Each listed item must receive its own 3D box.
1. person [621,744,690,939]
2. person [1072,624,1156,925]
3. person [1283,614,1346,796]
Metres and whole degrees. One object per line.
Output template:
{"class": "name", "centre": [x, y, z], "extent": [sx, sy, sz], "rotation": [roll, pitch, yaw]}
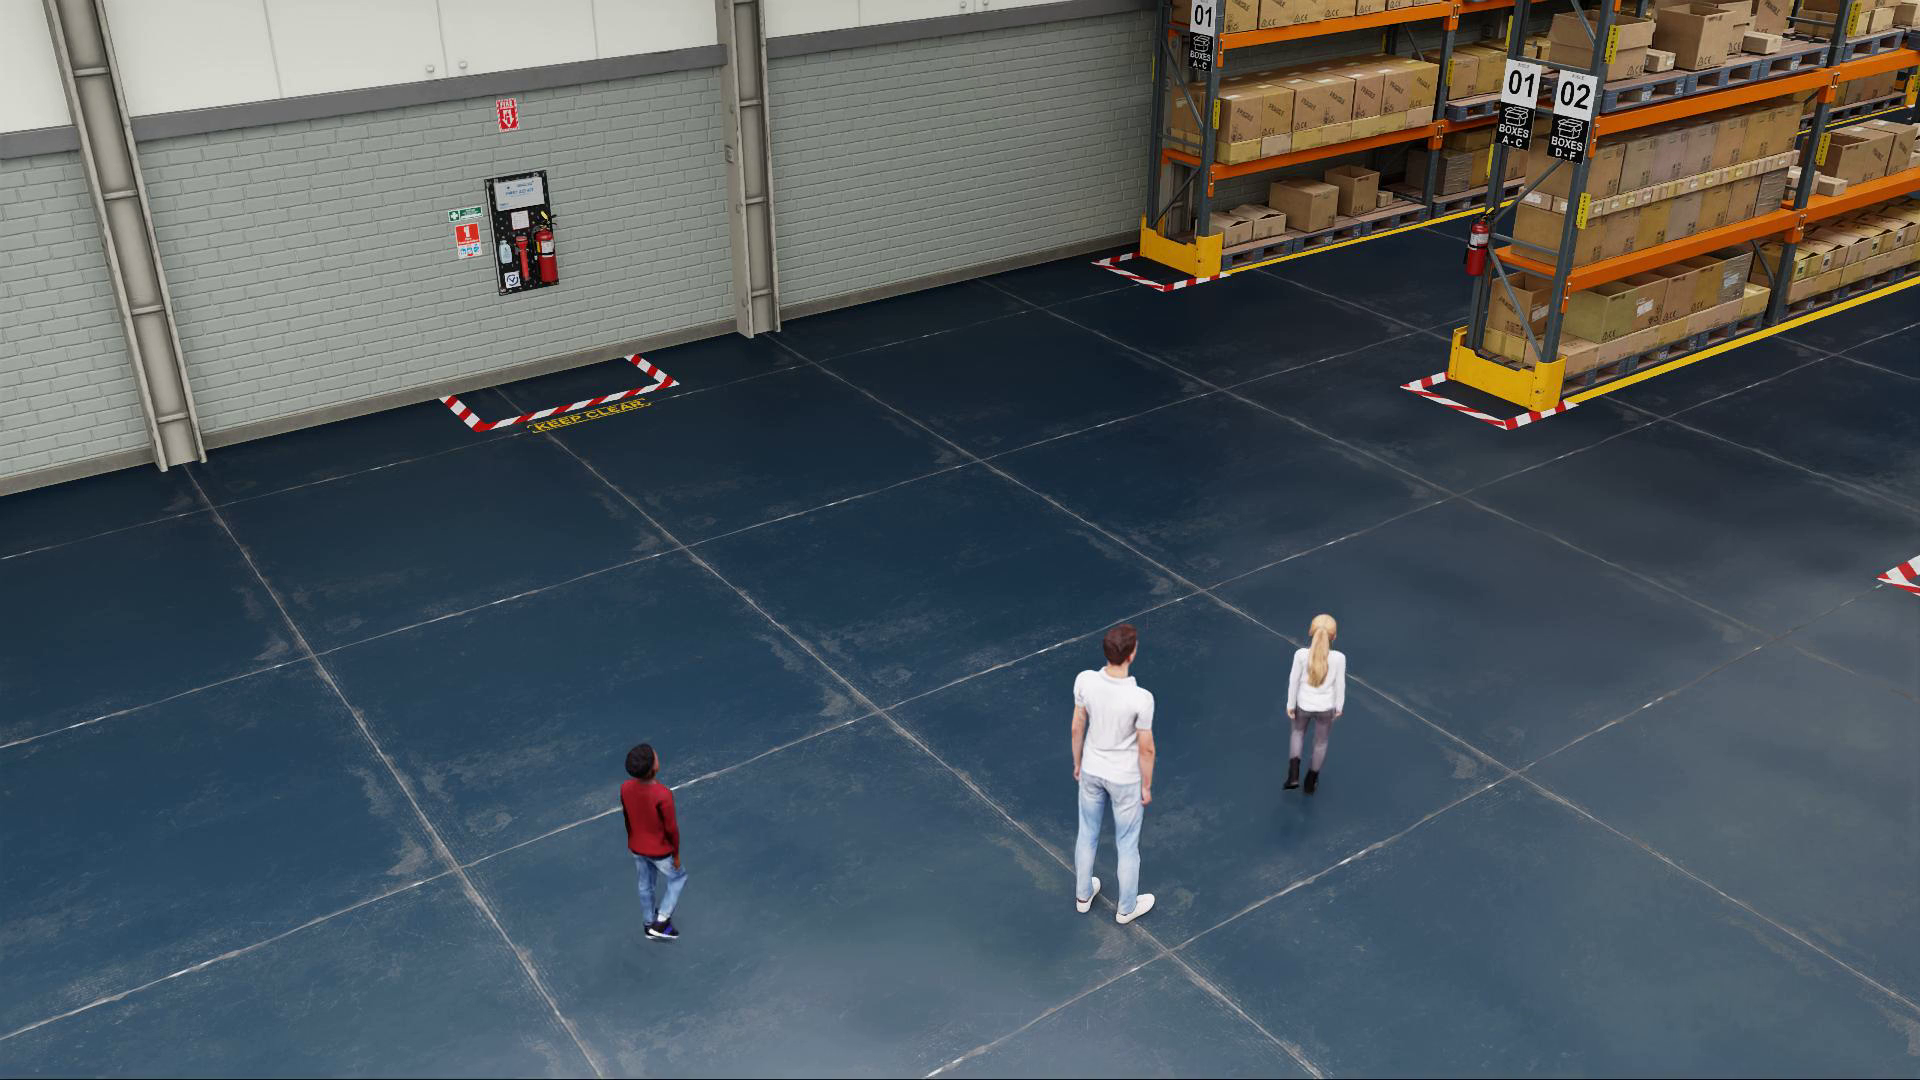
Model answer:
{"class": "person", "centre": [-1.716, 1.701, 9.133], "extent": [0.604, 1.244, 0.651], "rotation": [12, 30, 23]}
{"class": "person", "centre": [0.844, 1.302, 9.246], "extent": [0.717, 1.850, 0.687], "rotation": [16, 31, 29]}
{"class": "person", "centre": [2.204, 1.063, 10.343], "extent": [0.643, 1.271, 0.712], "rotation": [9, 29, 16]}
